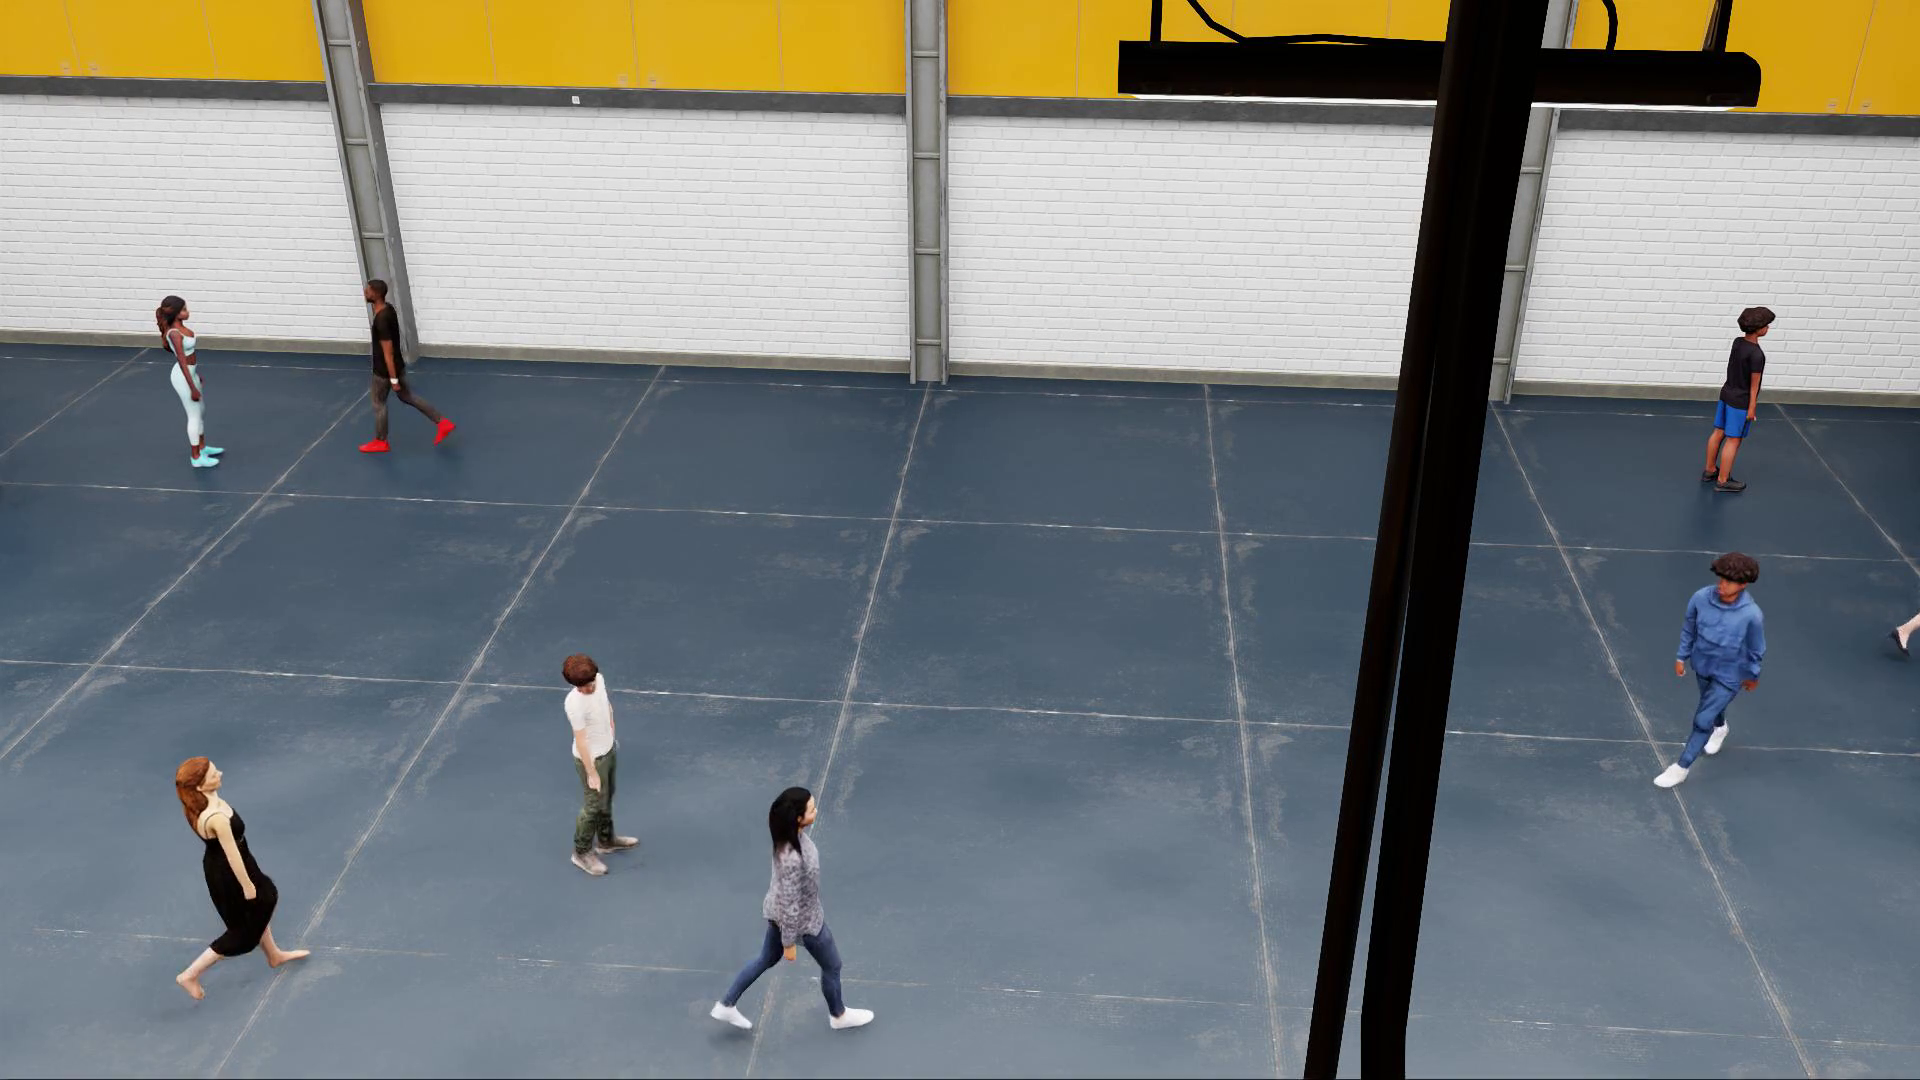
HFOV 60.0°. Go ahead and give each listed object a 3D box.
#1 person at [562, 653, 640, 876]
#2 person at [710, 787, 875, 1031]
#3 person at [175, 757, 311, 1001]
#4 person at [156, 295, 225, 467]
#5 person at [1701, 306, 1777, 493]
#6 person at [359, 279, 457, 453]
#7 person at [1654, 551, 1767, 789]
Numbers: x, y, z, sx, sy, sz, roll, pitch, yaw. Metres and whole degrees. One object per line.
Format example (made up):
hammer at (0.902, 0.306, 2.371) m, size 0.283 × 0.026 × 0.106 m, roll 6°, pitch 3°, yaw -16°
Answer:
person at (-2.338, 1.377, 10.747) m, size 0.614 × 1.632 × 0.624 m, roll -3°, pitch 29°, yaw -6°
person at (-1.028, 2.123, 9.319) m, size 1.237 × 1.690 × 0.889 m, roll -7°, pitch 29°, yaw -12°
person at (-4.330, 1.979, 9.671) m, size 1.038 × 1.607 × 0.918 m, roll -18°, pitch 33°, yaw -29°
person at (-7.431, -1.533, 15.990) m, size 0.644 × 1.721 × 0.643 m, roll -8°, pitch 30°, yaw -15°
person at (7.268, -1.330, 15.538) m, size 0.642 × 1.798 × 0.664 m, roll -4°, pitch 29°, yaw -7°
person at (-5.456, -1.680, 16.206) m, size 1.225 × 1.771 × 0.795 m, roll -2°, pitch 29°, yaw -4°
person at (5.326, 0.853, 11.568) m, size 1.291 × 1.767 × 1.184 m, roll -20°, pitch 34°, yaw -31°
